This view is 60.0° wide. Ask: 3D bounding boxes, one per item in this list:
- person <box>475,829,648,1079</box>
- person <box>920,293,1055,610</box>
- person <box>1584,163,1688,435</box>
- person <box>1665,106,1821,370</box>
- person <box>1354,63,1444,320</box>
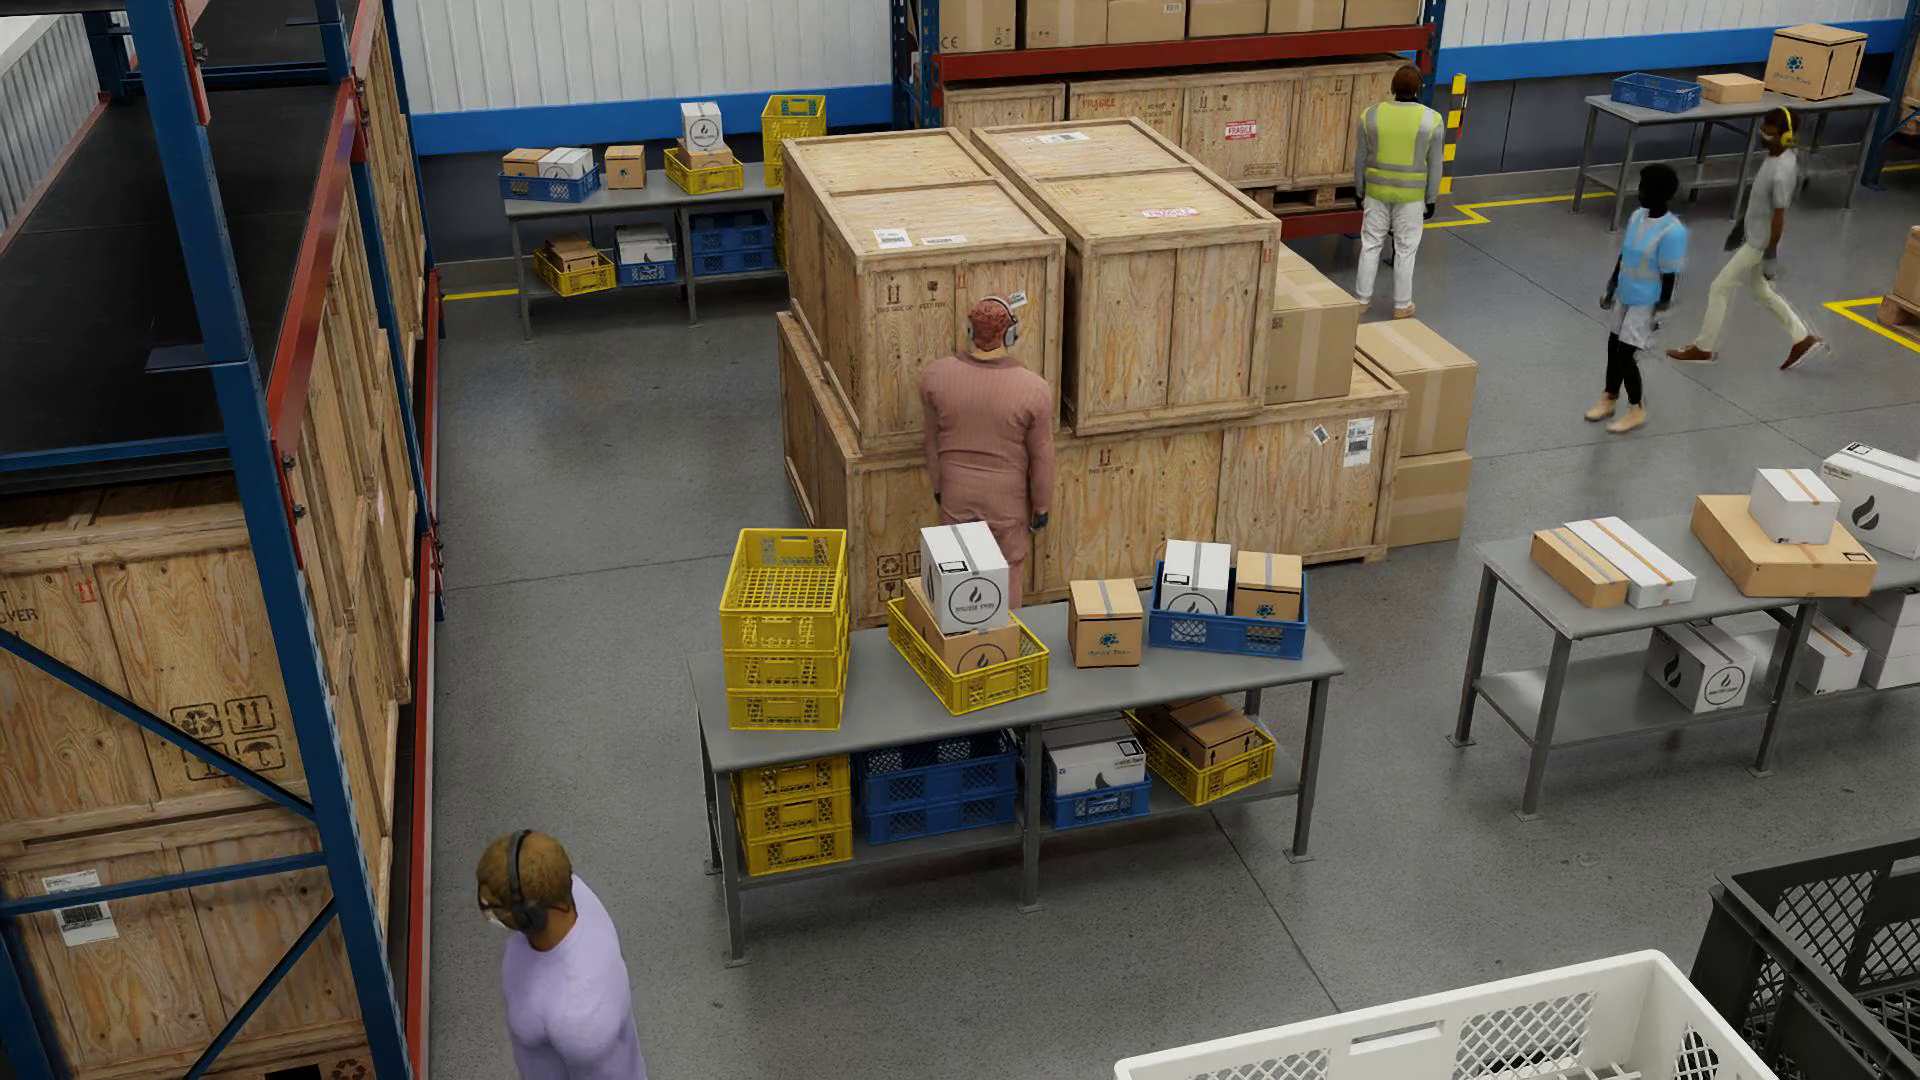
[{"bbox_3d":[-1.028,1.565,4.537,0.377,1.934,0.629,-10,30,-18],"label":"person"},{"bbox_3d":[0.143,-0.248,7.871,0.637,1.900,0.400,9,30,16],"label":"person"},{"bbox_3d":[4.210,-1.486,10.342,0.404,1.672,0.595,-4,29,-8],"label":"person"},{"bbox_3d":[5.402,-1.999,11.112,0.893,1.824,0.535,13,31,22],"label":"person"},{"bbox_3d":[3.145,-2.502,12.010,0.627,1.847,0.429,13,31,22],"label":"person"}]
